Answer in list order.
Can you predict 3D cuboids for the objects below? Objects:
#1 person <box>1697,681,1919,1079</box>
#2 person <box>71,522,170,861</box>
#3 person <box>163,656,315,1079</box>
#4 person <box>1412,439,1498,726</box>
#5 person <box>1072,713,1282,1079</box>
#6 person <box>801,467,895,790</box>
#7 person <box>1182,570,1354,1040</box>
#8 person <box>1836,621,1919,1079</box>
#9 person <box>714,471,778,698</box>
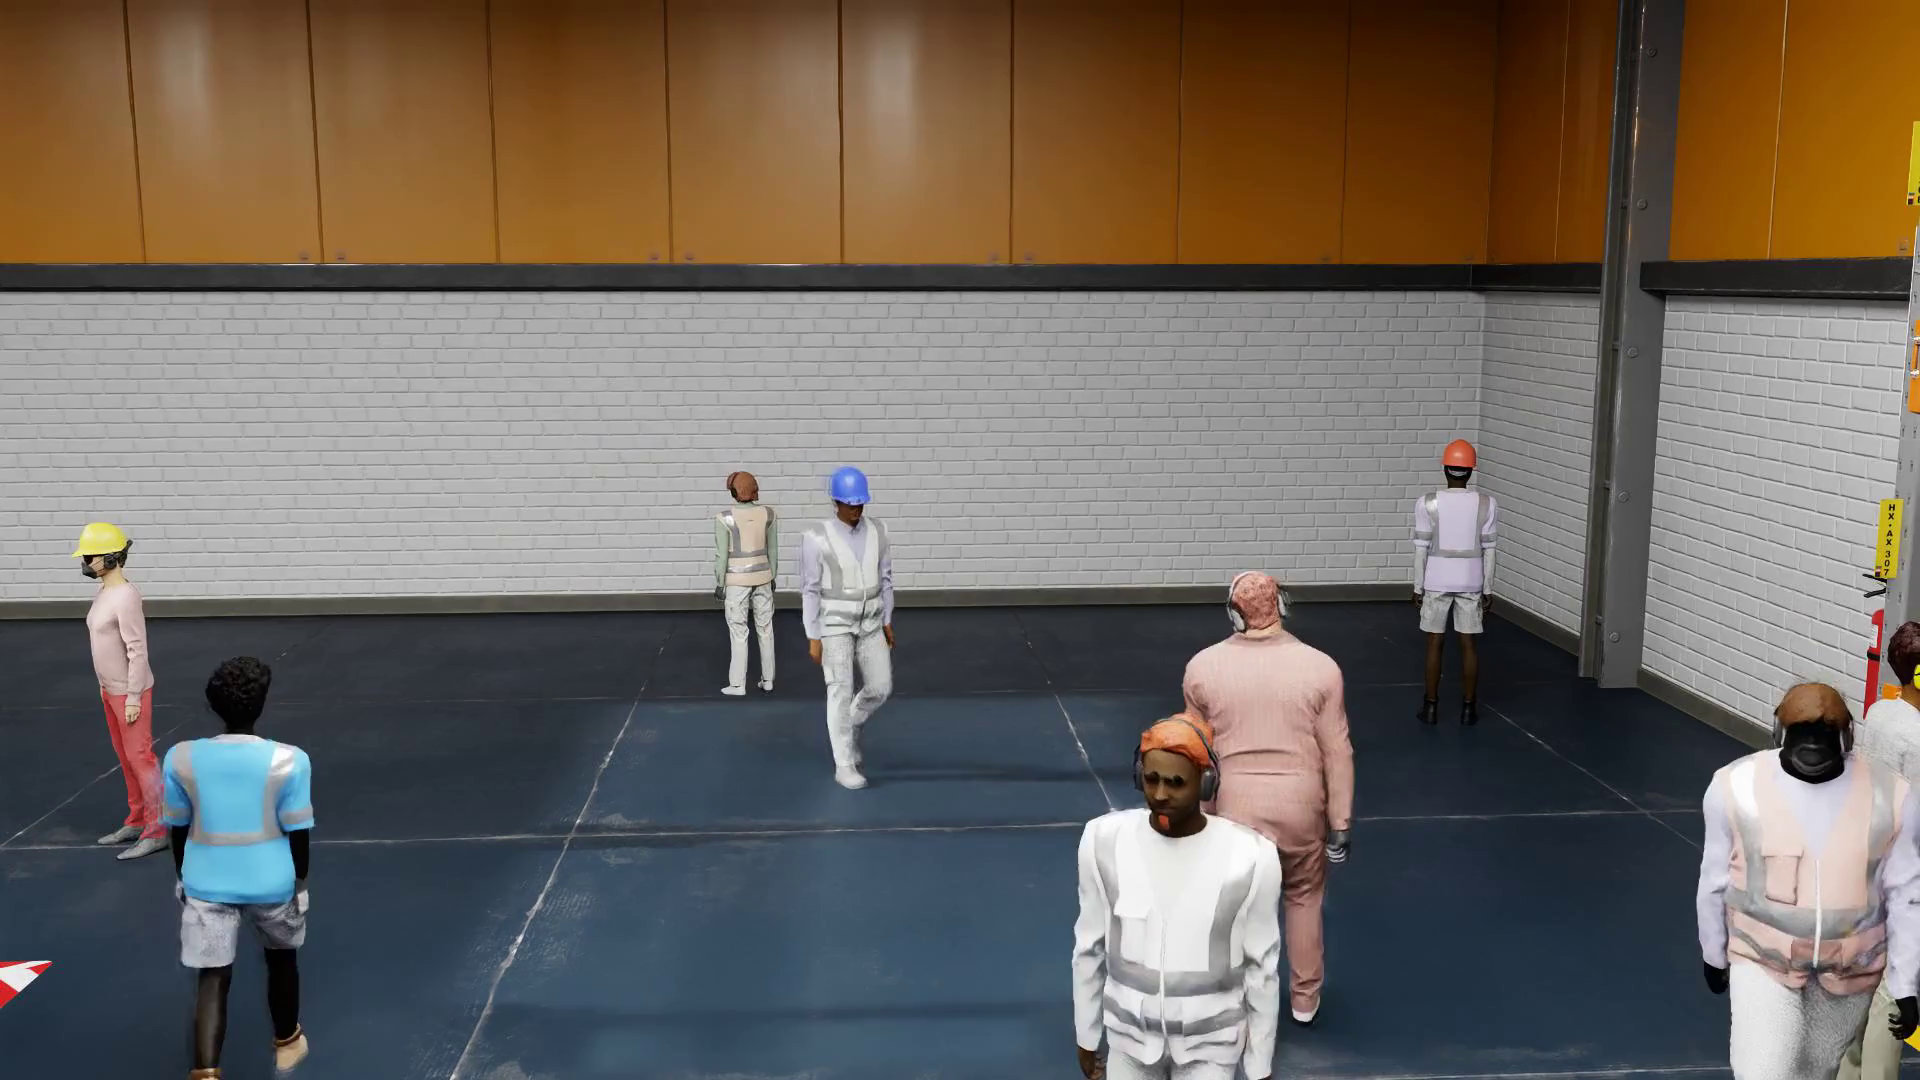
[{"bbox_3d":[2.651,1.319,5.221,0.620,1.797,0.963,3,10,18],"label":"person"},{"bbox_3d":[-4.389,0.782,8.669,0.327,1.767,0.533,-8,12,-40],"label":"person"},{"bbox_3d":[-2.602,1.255,6.005,0.528,1.667,0.796,-2,9,-11],"label":"person"},{"bbox_3d":[3.324,0.291,11.215,0.548,1.938,0.358,2,9,10],"label":"person"},{"bbox_3d":[0.609,1.374,4.662,0.581,1.868,0.698,3,10,20],"label":"person"},{"bbox_3d":[-0.654,0.513,9.857,0.626,1.924,0.479,-6,11,-35],"label":"person"},{"bbox_3d":[1.220,1.058,6.624,0.679,1.868,0.711,3,9,16],"label":"person"},{"bbox_3d":[3.271,1.192,5.763,0.329,1.873,0.516,2,9,10],"label":"person"},{"bbox_3d":[-1.534,0.318,11.988,0.511,1.637,0.307,-7,11,-36],"label":"person"}]
